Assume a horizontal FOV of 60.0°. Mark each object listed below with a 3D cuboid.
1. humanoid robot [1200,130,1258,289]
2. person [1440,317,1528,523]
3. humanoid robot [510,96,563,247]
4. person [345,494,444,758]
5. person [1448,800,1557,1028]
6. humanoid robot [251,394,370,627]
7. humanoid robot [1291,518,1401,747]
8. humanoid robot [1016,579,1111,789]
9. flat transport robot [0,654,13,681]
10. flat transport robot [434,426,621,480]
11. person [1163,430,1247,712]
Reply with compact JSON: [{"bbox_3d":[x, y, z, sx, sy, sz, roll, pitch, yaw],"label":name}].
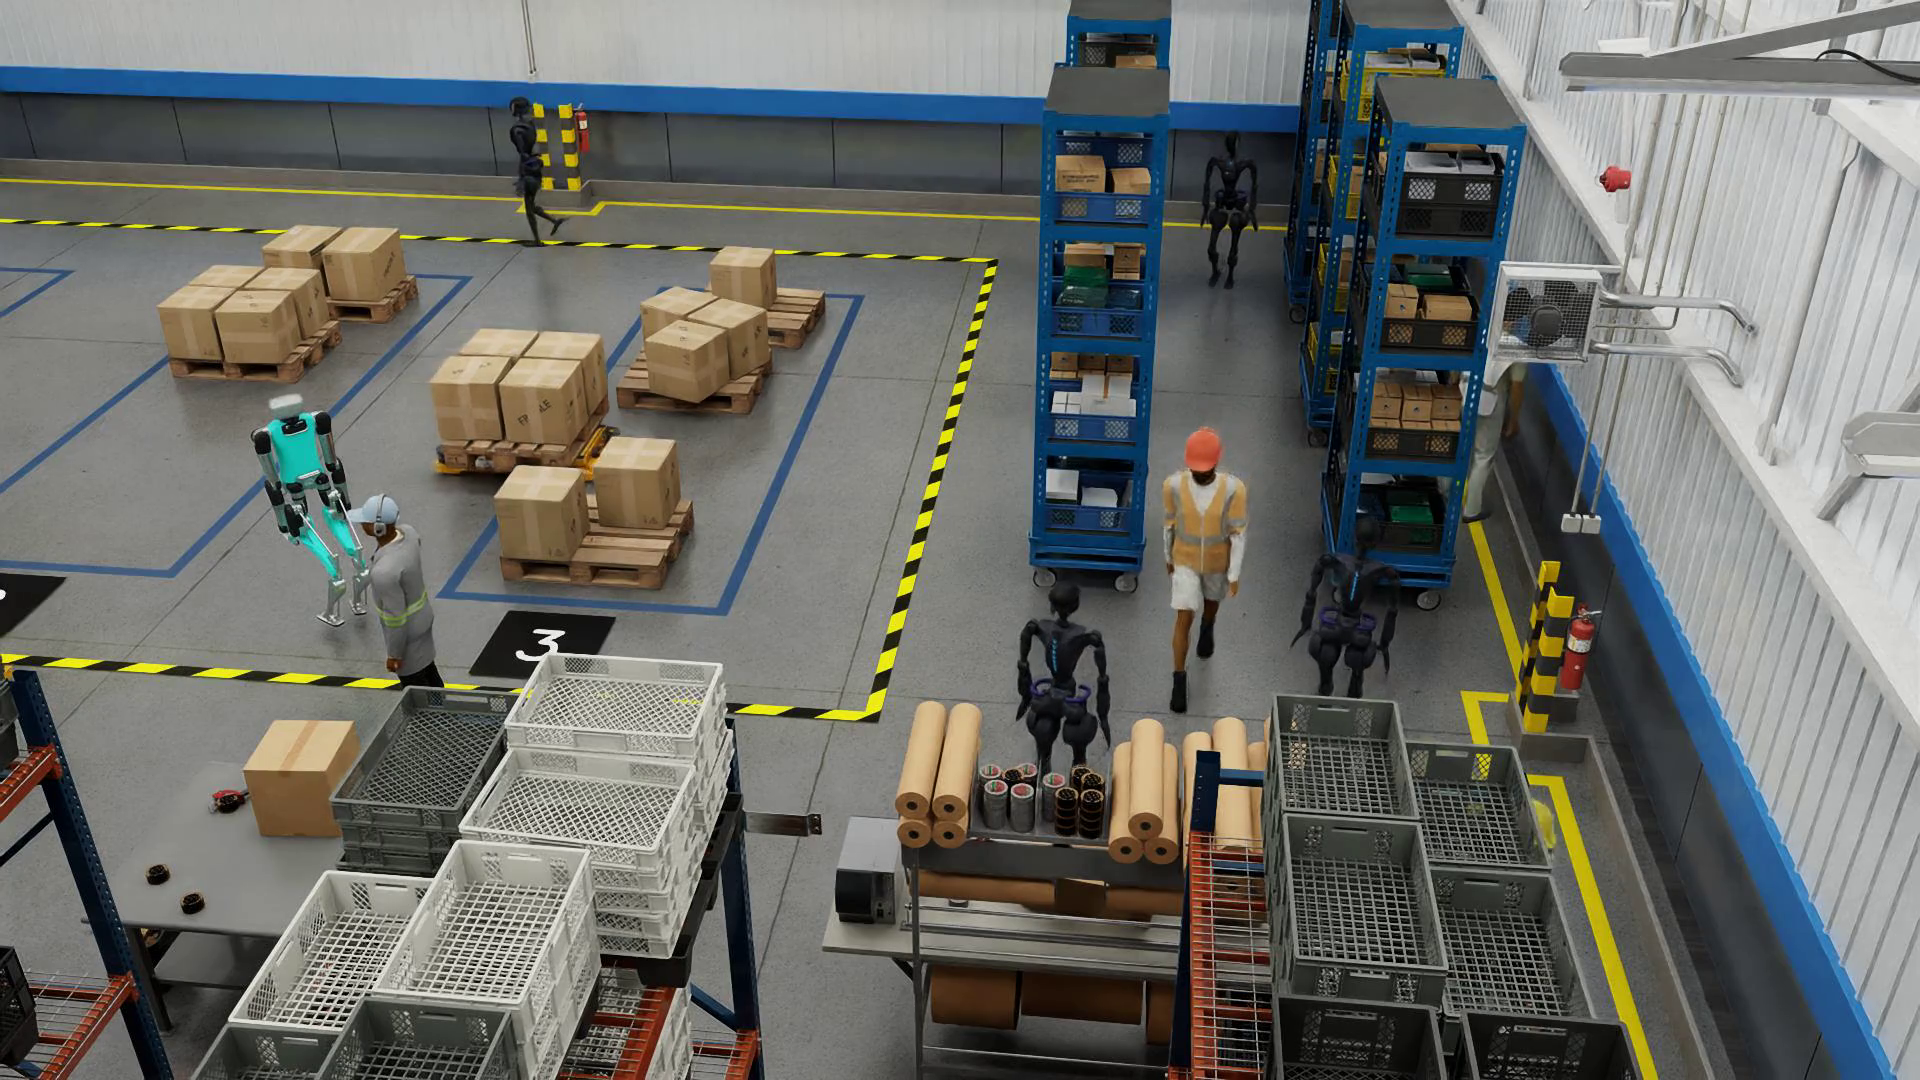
[{"bbox_3d":[2.776,-3.374,17.066,0.600,1.653,0.360,9,31,15],"label":"humanoid robot"},{"bbox_3d":[4.070,-1.008,12.866,0.452,1.821,0.603,-20,36,-30],"label":"person"},{"bbox_3d":[-4.657,-4.008,18.158,0.469,1.649,0.599,-2,30,-4],"label":"humanoid robot"},{"bbox_3d":[-3.412,0.539,10.174,0.374,1.852,0.589,-2,30,-3],"label":"person"},{"bbox_3d":[2.545,1.904,7.942,0.495,1.727,0.543,-11,32,-19],"label":"person"},{"bbox_3d":[-4.332,-0.148,11.338,0.533,1.673,0.735,-25,38,-36],"label":"humanoid robot"},{"bbox_3d":[2.377,0.566,10.309,0.610,1.654,0.421,9,31,14],"label":"humanoid robot"},{"bbox_3d":[0.578,1.012,9.582,0.598,1.656,0.672,12,32,20],"label":"humanoid robot"},{"bbox_3d":[-7.142,0.969,11.010,1.431,0.231,0.659,3,30,6],"label":"flat transport robot"},{"bbox_3d":[-3.608,-0.767,13.963,1.431,0.197,0.652,3,30,6],"label":"flat transport robot"},{"bbox_3d":[1.579,0.093,10.903,0.547,1.892,0.978,5,31,8],"label":"person"}]
